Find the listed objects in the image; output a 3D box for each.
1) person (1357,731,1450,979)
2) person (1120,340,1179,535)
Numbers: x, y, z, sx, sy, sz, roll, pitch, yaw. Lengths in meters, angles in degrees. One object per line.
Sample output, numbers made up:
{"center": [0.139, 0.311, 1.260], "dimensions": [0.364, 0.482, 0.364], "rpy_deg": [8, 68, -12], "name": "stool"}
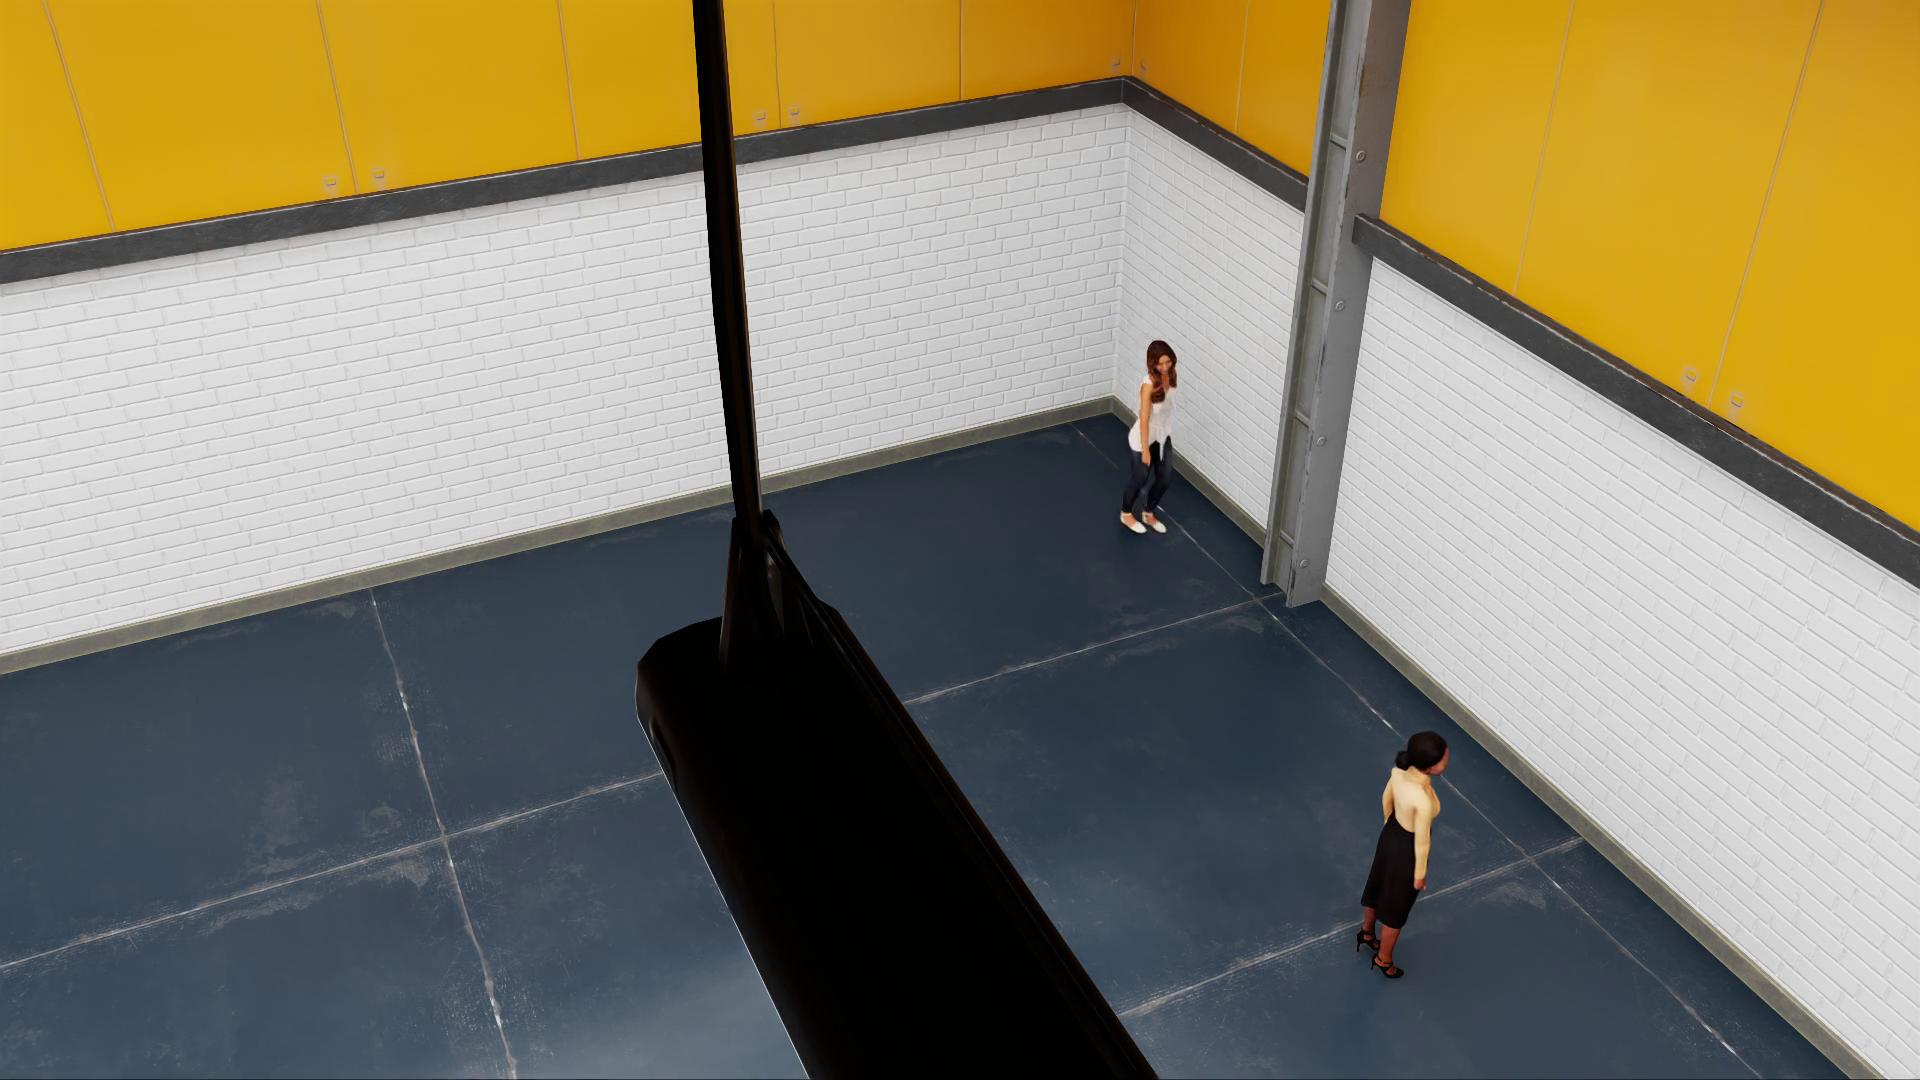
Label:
{"center": [2.406, 1.706, 9.073], "dimensions": [0.685, 1.652, 0.546], "rpy_deg": [-7, 34, -11], "name": "person"}
{"center": [1.412, -0.802, 12.759], "dimensions": [0.766, 1.749, 0.708], "rpy_deg": [23, 40, 30], "name": "person"}
